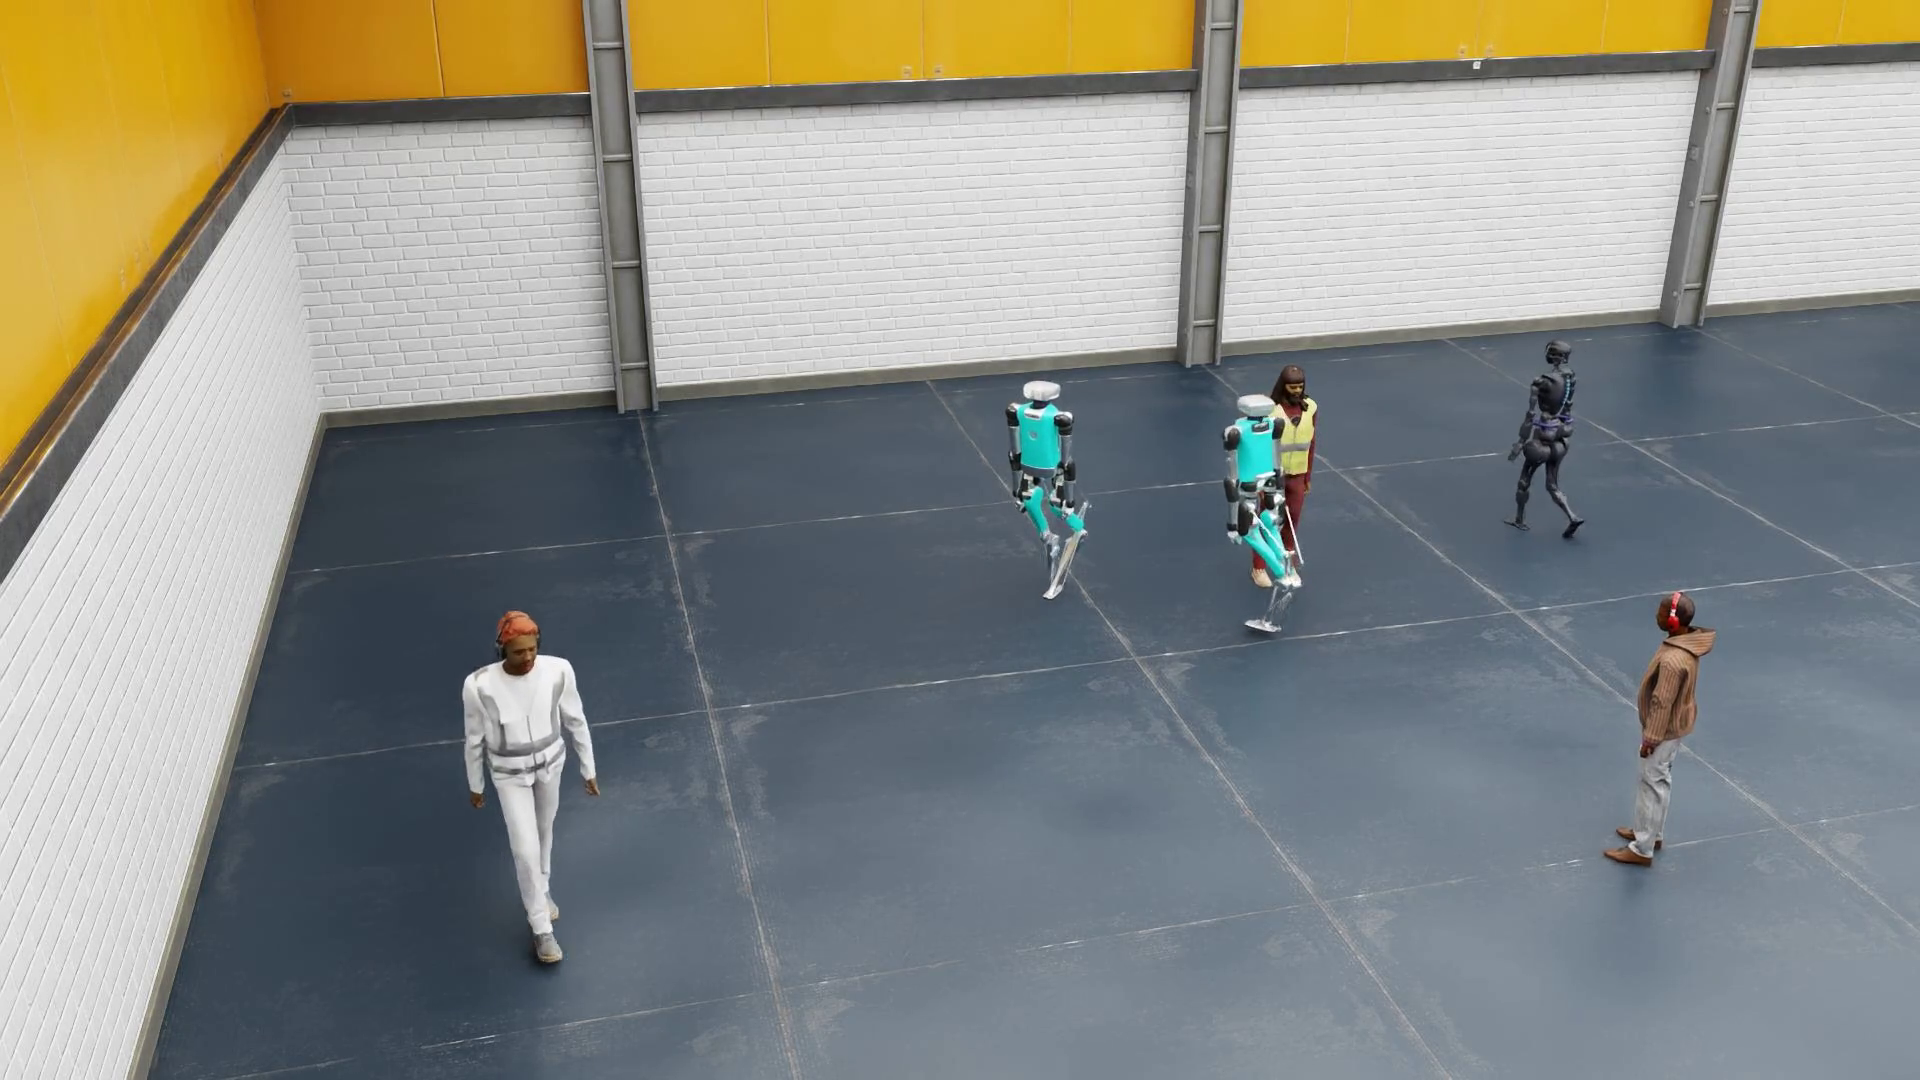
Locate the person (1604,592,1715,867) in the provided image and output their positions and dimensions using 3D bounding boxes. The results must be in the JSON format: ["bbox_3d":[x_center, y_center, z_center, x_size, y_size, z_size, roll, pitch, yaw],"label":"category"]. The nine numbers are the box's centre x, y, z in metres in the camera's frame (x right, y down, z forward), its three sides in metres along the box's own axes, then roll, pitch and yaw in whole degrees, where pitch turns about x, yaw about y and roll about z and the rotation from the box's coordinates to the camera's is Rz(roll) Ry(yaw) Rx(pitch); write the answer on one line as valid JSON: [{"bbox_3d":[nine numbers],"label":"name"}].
[{"bbox_3d":[3.911,1.053,9.260,0.325,1.646,0.474,14,27,29],"label":"person"}]

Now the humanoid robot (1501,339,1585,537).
[{"bbox_3d":[4.796,-0.810,13.475,0.590,1.642,0.637,-15,28,-30],"label":"humanoid robot"}]

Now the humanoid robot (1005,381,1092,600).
[{"bbox_3d":[0.703,-0.326,12.433,0.542,1.910,0.722,14,27,28],"label":"humanoid robot"}]

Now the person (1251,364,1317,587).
[{"bbox_3d":[2.443,-0.492,12.631,0.461,1.765,0.375,-7,25,-15],"label":"person"}]

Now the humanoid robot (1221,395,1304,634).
[{"bbox_3d":[2.206,-0.083,11.774,0.530,1.798,0.774,-15,28,-30],"label":"humanoid robot"}]

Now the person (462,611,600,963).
[{"bbox_3d":[-2.156,1.254,8.537,0.616,1.853,0.832,-15,28,-30],"label":"person"}]
